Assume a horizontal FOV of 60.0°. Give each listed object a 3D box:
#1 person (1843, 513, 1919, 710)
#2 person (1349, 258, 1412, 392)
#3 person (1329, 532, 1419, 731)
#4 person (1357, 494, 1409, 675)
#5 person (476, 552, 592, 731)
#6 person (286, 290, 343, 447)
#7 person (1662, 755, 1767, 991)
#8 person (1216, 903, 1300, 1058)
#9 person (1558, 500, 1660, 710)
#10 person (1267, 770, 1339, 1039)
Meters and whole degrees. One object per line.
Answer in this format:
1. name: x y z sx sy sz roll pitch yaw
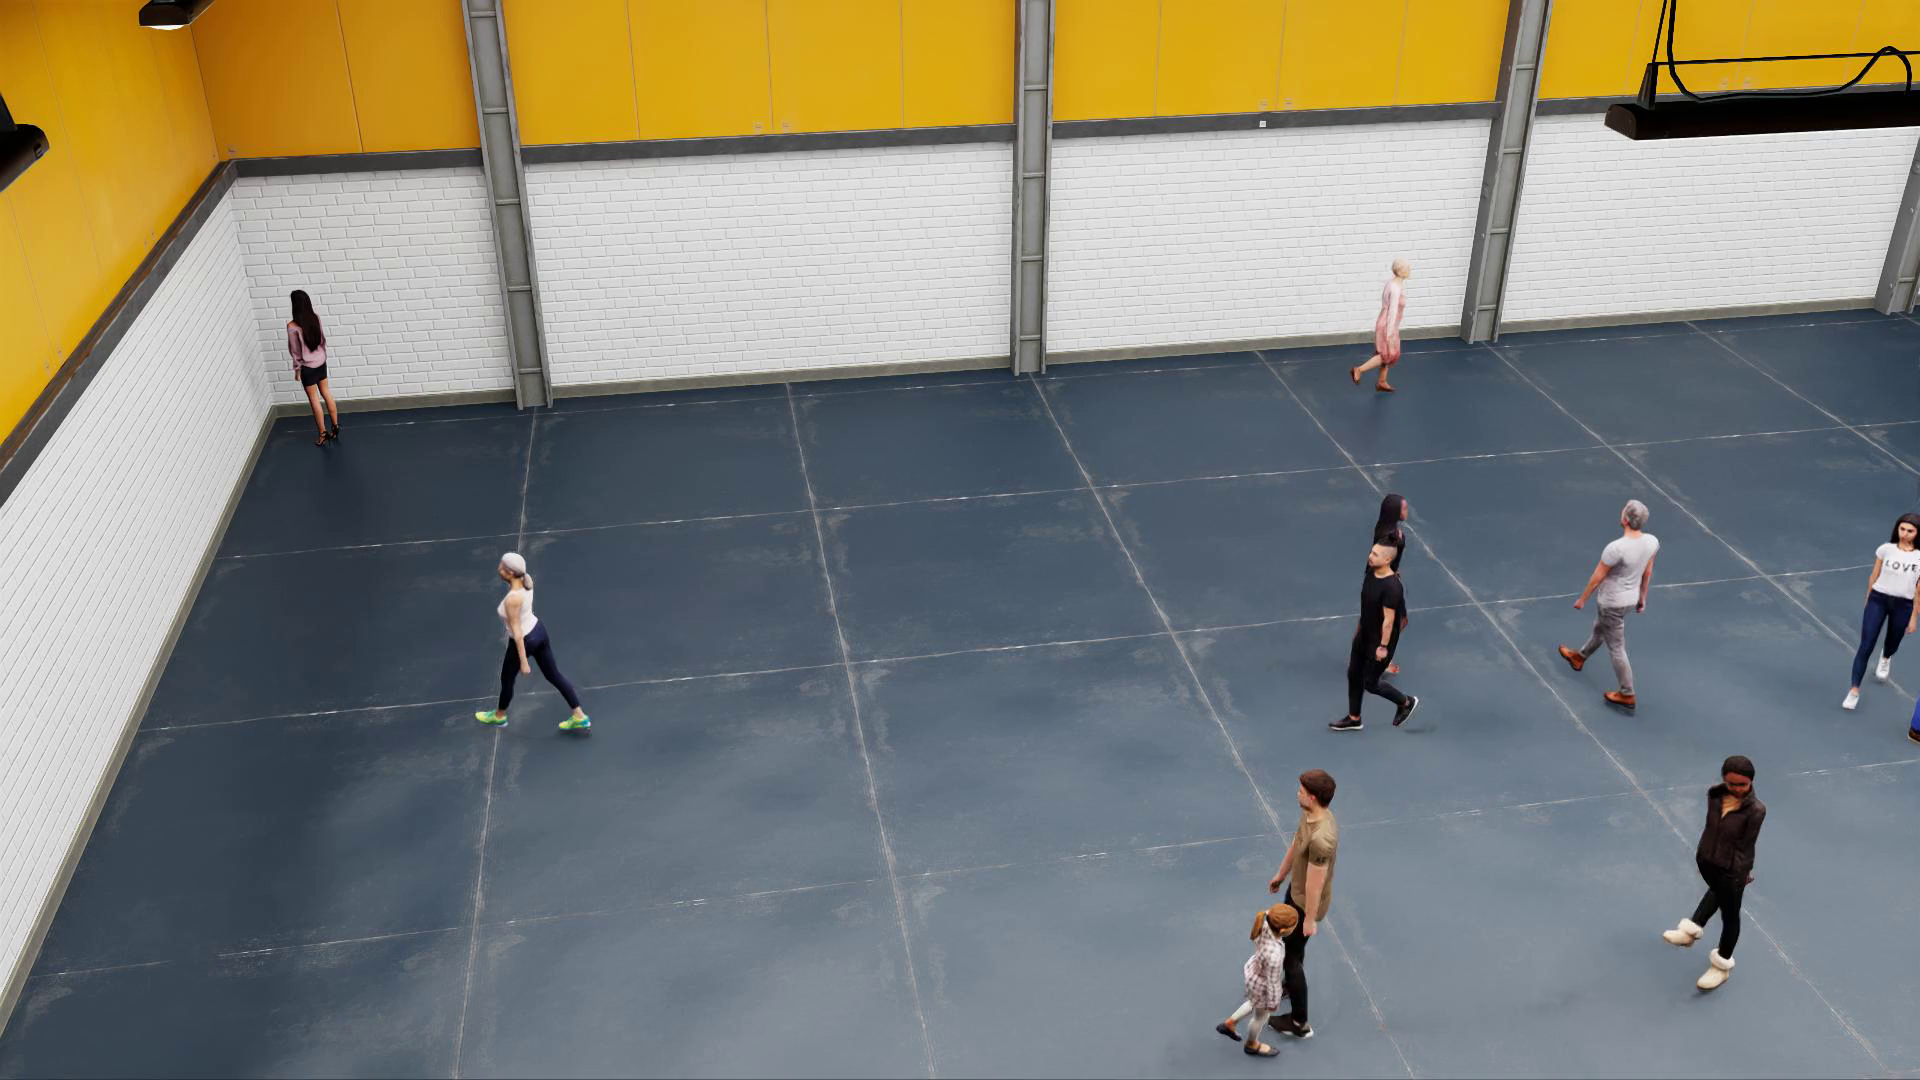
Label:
1. person: 7.849 0.564 13.995 1.079 1.749 1.145 19 34 31
2. person: 5.004 -2.526 19.738 0.885 1.674 0.716 2 29 3
3. person: 3.451 0.776 13.502 0.923 1.849 0.687 -5 29 -9
4. person: 3.565 0.371 14.392 0.703 1.708 0.680 1 29 1
5. person: -3.422 0.880 13.519 1.280 1.650 0.893 4 29 7
6. person: -7.186 -1.914 18.473 0.734 1.812 0.702 14 32 25
7. person: 5.001 2.206 11.092 0.826 1.646 0.794 -11 31 -20
8. person: 1.834 2.772 10.428 0.702 1.289 0.624 0 29 0
9. person: 5.569 0.576 13.939 1.210 1.780 1.011 -14 32 -24
10. person: 2.288 2.288 10.747 0.732 1.833 0.865 -4 29 -8
